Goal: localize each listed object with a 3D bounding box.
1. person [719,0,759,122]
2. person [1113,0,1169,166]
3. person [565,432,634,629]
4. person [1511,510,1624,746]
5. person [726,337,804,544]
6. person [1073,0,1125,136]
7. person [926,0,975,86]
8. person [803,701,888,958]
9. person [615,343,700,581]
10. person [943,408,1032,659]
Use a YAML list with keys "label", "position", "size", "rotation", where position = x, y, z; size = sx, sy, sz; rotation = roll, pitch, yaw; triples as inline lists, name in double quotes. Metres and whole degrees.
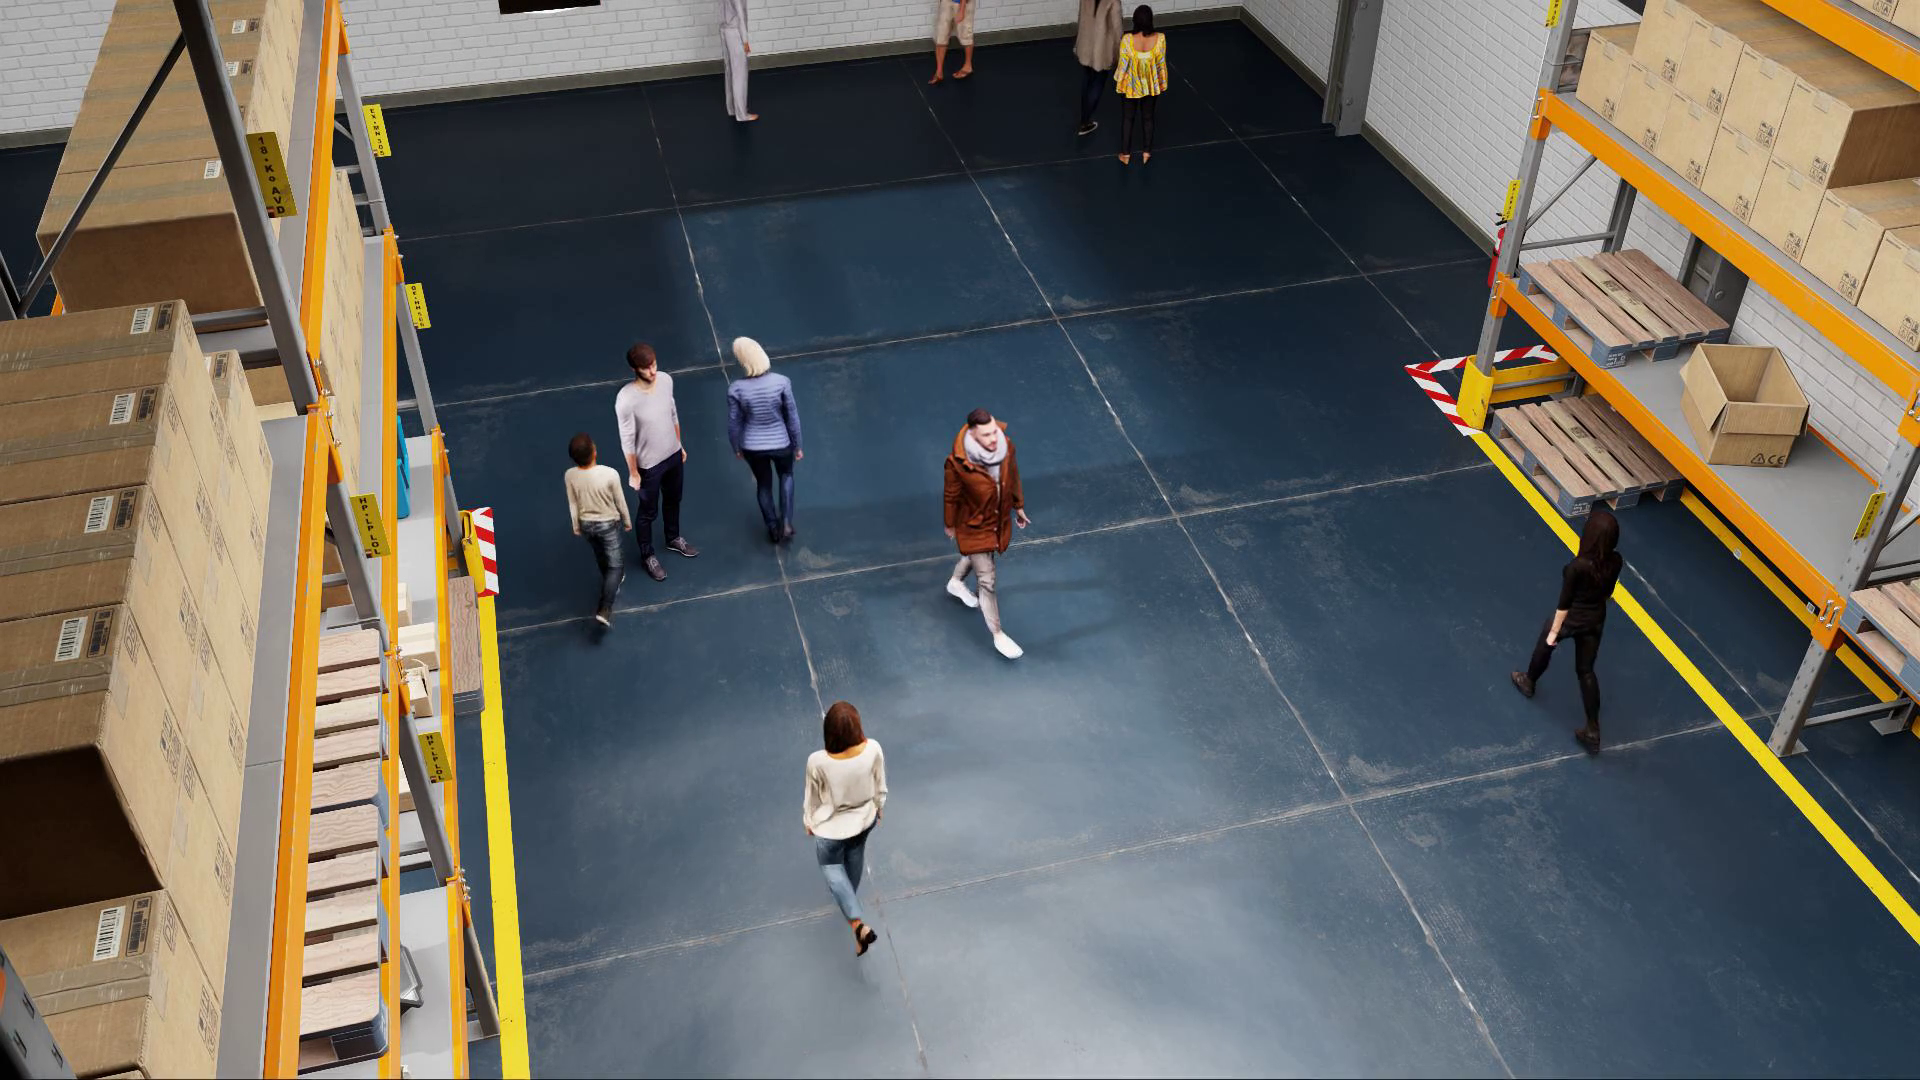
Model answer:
- label: "person"
  position: [-2.402, -5.333, 17.639]
  size: [0.714, 1.773, 0.566]
  rotation: [-22, 43, -25]
- label: "person"
  position: [1.819, -4.596, 16.811]
  size: [0.761, 1.656, 0.797]
  rotation: [-3, 39, -4]
- label: "person"
  position: [-2.453, -0.062, 11.304]
  size: [0.793, 1.444, 1.024]
  rotation: [5, 39, 6]
- label: "person"
  position: [3.907, 0.571, 10.379]
  size: [0.590, 1.608, 1.046]
  rotation: [-9, 40, -11]
- label: "person"
  position: [-1.376, -0.635, 11.804]
  size: [0.714, 1.714, 0.684]
  rotation: [-2, 39, -3]
- label: "person"
  position: [1.366, -5.120, 17.291]
  size: [0.953, 1.875, 0.889]
  rotation: [-32, 48, -33]
- label: "person"
  position: [-0.013, -5.974, 18.402]
  size: [1.036, 1.824, 1.010]
  rotation: [-31, 48, -32]
- label: "person"
  position: [-0.607, 1.577, 9.076]
  size: [0.696, 1.663, 0.951]
  rotation: [-14, 41, -17]
- label: "person"
  position: [-2.135, -0.586, 11.640]
  size: [0.751, 1.843, 0.729]
  rotation: [25, 45, 28]
- label: "person"
  position: [0.103, -0.145, 11.128]
  size: [1.054, 1.793, 1.258]
  rotation: [-31, 48, -32]
